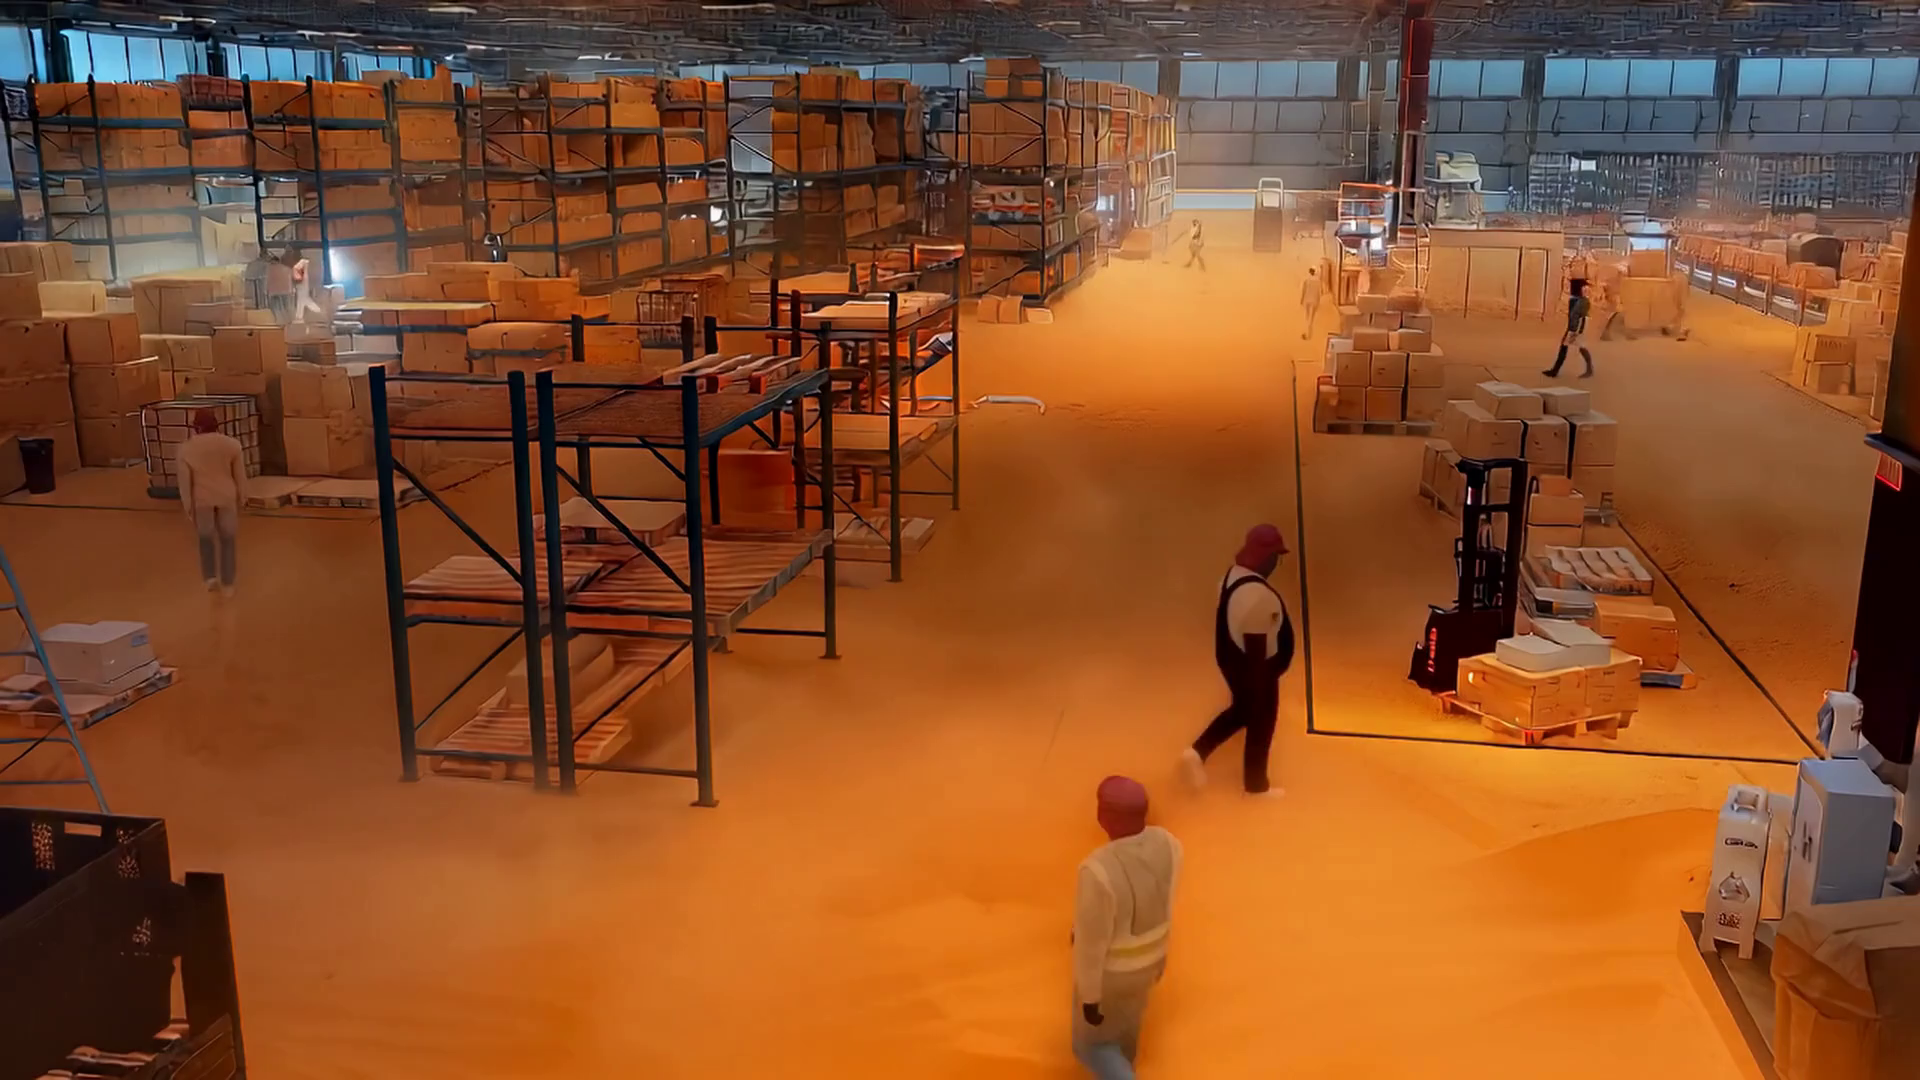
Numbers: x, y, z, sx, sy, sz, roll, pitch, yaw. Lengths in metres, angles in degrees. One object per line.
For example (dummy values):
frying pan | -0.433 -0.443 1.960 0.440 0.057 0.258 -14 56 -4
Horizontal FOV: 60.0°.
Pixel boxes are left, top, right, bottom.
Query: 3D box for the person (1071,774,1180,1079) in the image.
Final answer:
person | 0.763 1.940 7.503 0.631 1.826 0.604 -13 19 -42

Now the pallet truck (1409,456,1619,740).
pallet truck | 4.504 0.400 13.395 0.823 1.965 1.885 -6 15 -23

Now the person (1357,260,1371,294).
person | 9.595 -5.809 39.390 0.483 1.623 0.523 4 14 15

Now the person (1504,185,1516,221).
person | 28.688 -17.576 86.711 0.595 1.837 0.404 12 18 41

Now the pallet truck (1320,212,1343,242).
pallet truck | 15.874 -13.227 70.310 0.680 1.201 1.601 10 17 35

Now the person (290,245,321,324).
person | -16.018 -6.246 40.599 0.603 1.895 0.758 10 17 35

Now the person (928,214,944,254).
person | -0.856 -10.877 59.819 0.538 1.682 0.432 -6 15 -22

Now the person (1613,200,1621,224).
person | 27.931 -13.641 70.935 0.791 1.742 0.528 4 14 14

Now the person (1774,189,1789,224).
person | 39.841 -16.036 80.261 1.056 1.926 0.606 -1 14 -3

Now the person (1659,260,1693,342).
person | 15.925 -5.289 36.884 0.500 1.817 0.592 3 14 11

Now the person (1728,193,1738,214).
person | 37.562 -16.124 80.888 0.945 1.807 0.587 4 14 16

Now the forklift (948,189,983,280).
forklift | 0.279 -9.667 52.453 1.129 2.768 1.873 3 14 10

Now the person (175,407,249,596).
person | -7.517 -0.396 16.796 0.637 1.919 0.609 -6 15 -24

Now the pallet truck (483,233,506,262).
pallet truck | -11.832 -7.026 43.548 1.885 1.965 0.823 8 16 28

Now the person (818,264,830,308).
person | -3.046 -5.329 37.274 0.317 1.695 0.540 0 14 0

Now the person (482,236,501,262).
person | -14.162 -8.618 50.361 0.618 1.835 0.430 -11 18 -38

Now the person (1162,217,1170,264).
person | 7.285 -10.578 58.718 0.286 1.633 0.499 0 14 0

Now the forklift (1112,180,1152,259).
forklift | 6.082 -11.722 60.796 1.873 2.768 1.129 2 14 9

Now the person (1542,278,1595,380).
person | 11.559 -3.961 31.281 1.010 1.913 0.654 -2 14 -8

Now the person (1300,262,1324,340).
person | 7.867 -5.363 37.341 0.537 1.736 0.856 10 17 34

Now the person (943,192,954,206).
person | -0.641 -18.654 91.140 0.599 1.812 0.708 1 14 5

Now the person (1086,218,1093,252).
person | 4.669 -10.592 58.833 0.735 1.610 0.504 6 15 23

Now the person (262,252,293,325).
person | -15.401 -5.526 37.599 0.630 1.931 0.366 -10 17 -35

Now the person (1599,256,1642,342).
person | 14.714 -5.338 36.900 0.947 1.892 0.574 6 15 22

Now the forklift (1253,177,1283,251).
forklift | 12.083 -12.747 64.956 1.129 2.768 1.873 3 14 10

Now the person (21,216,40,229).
person | -33.811 -11.147 60.543 0.718 1.880 0.456 -1 14 -5

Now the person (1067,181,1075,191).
person | 5.824 -18.206 89.027 0.655 1.945 1.016 1 14 6

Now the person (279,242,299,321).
person | -16.456 -6.346 40.905 0.907 1.947 0.637 10 17 35

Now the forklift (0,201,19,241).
forklift | -24.707 -7.362 43.093 1.873 2.768 1.129 1 14 4

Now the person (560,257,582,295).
person | -9.415 -6.041 40.302 0.529 1.631 0.312 0 14 1

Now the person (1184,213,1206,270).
person | 7.985 -10.065 56.138 1.012 1.882 0.567 12 18 41

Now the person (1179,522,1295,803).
person | 1.971 0.842 11.512 0.698 2.000 0.688 -3 14 -12
